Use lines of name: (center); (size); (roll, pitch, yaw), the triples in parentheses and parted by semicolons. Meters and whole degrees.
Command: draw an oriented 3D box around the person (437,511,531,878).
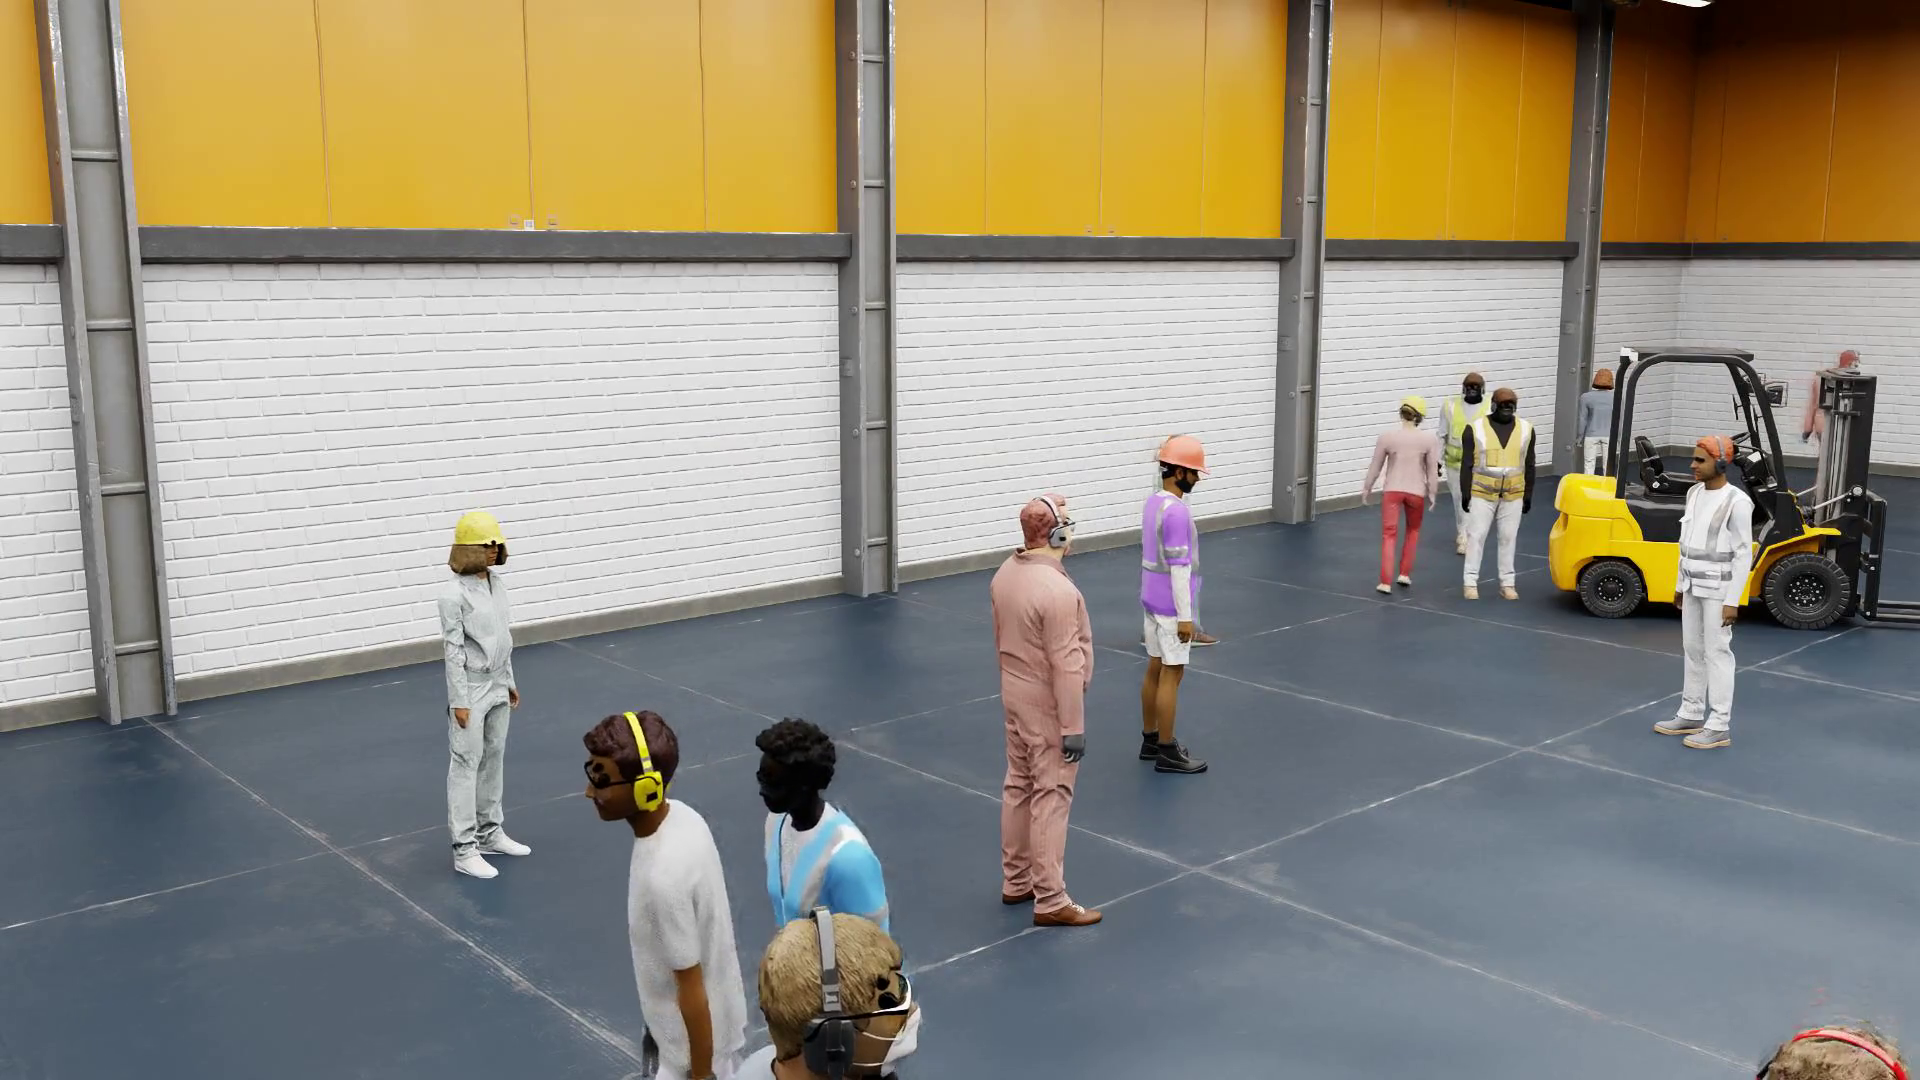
person: (-2.277, 0.723, 7.973); (0.296, 1.744, 0.484); (3, 10, 16)

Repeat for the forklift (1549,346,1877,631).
forklift: (6.109, -0.478, 13.691); (2.313, 2.155, 1.214); (3, 10, 16)

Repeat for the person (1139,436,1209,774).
person: (1.228, 0.366, 9.529); (0.372, 1.928, 0.543); (-2, 10, -11)

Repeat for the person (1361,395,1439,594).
person: (3.864, -0.404, 14.639); (0.640, 1.724, 0.681); (2, 10, 13)

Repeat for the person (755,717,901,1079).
person: (-0.343, 1.297, 4.911); (0.745, 1.646, 0.541); (-5, 11, -27)

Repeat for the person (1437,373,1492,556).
person: (5.105, -0.787, 16.684); (0.618, 1.803, 0.983); (5, 11, 29)

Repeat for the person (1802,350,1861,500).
person: (10.160, -1.250, 19.154); (0.811, 1.869, 0.673); (-4, 10, -21)

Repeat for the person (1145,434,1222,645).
person: (1.705, 0.006, 12.530); (0.670, 1.608, 0.523); (-2, 10, -11)

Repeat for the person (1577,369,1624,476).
person: (7.501, -1.190, 19.495); (0.507, 1.632, 0.264); (3, 10, 17)

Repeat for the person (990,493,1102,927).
person: (0.390, 0.744, 7.360); (0.409, 1.913, 0.649); (-4, 11, -24)

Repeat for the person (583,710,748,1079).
person: (-0.645, 1.312, 4.330); (0.689, 1.829, 0.528); (-1, 10, -5)

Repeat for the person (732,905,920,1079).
person: (-0.208, 1.525, 2.713); (0.372, 1.940, 0.632); (-3, 10, -19)

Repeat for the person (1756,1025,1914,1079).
person: (1.312, 1.607, 2.579); (0.559, 1.823, 0.466); (5, 11, 28)

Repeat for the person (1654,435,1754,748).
person: (4.496, 0.307, 10.000); (0.337, 1.882, 0.584); (-1, 10, -9)

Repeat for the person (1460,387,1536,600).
person: (4.603, -0.390, 14.251); (0.631, 1.837, 0.430); (1, 10, 5)
